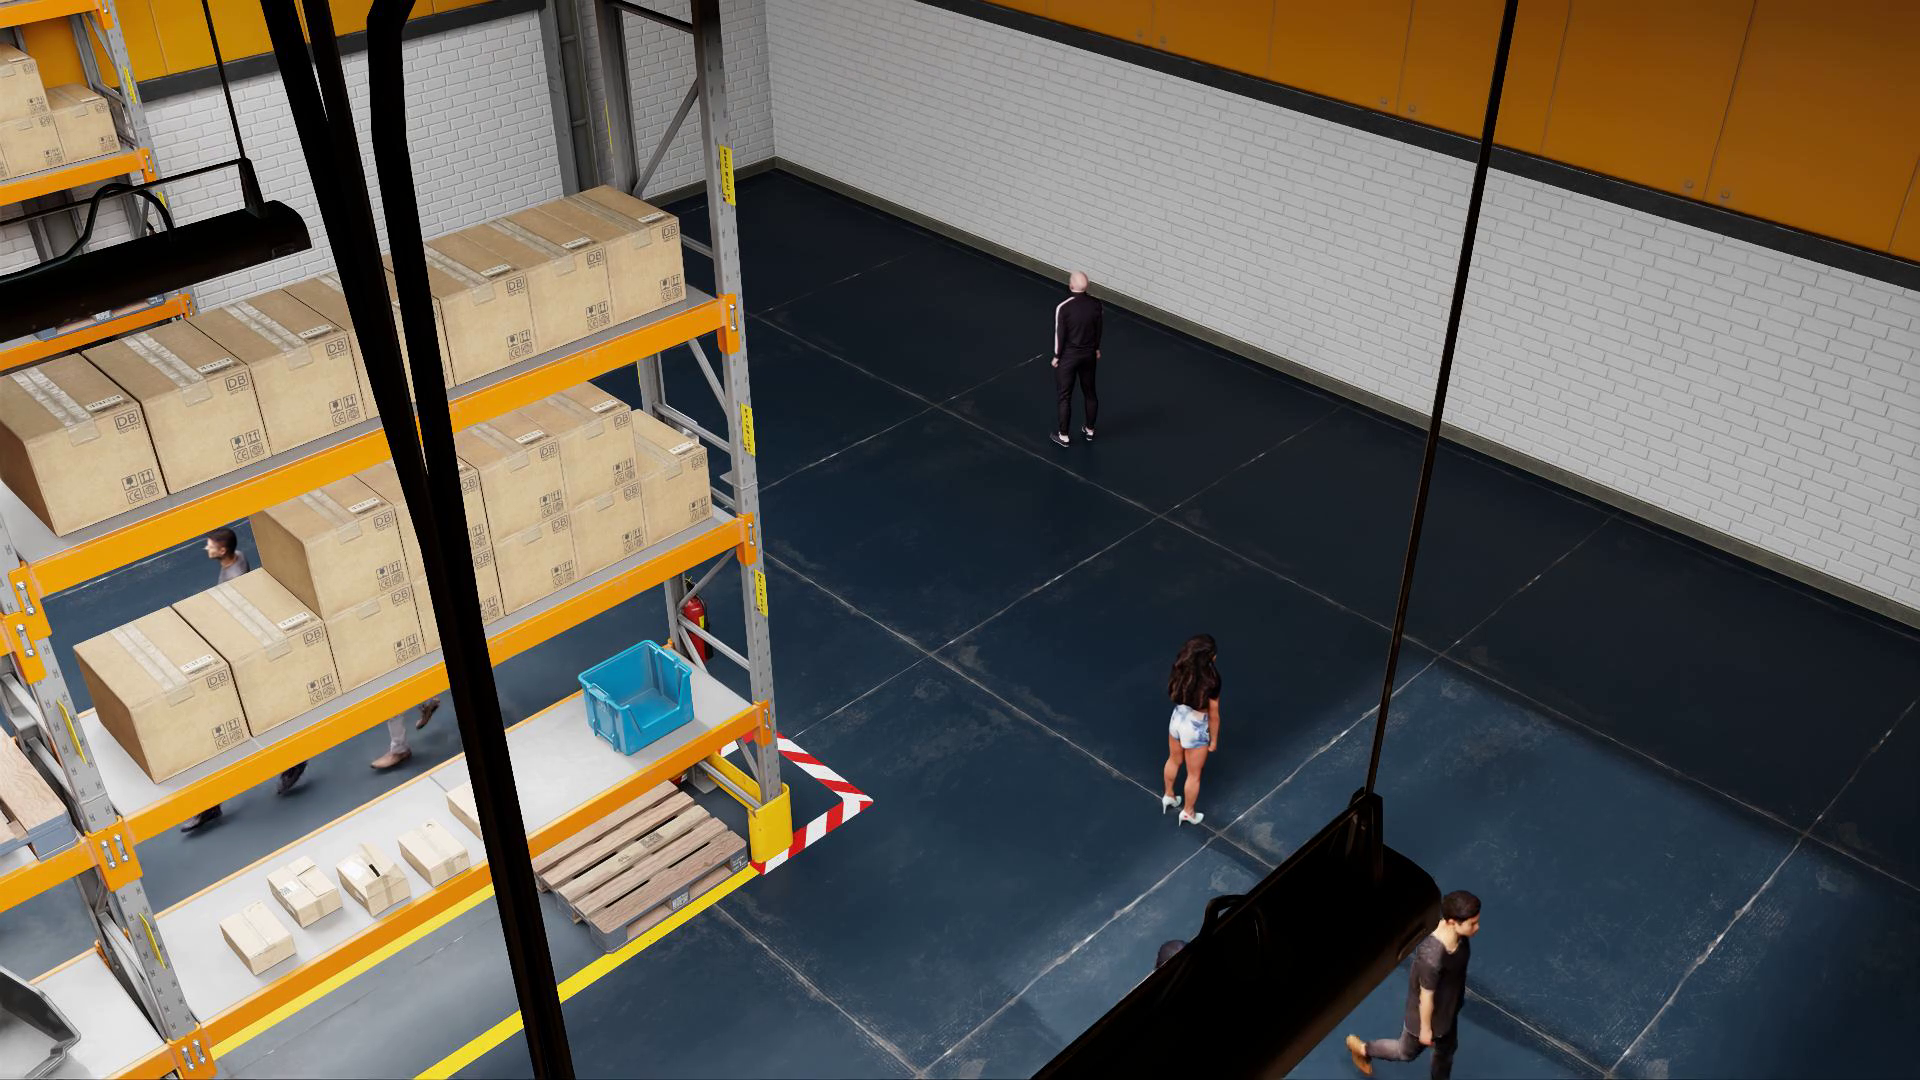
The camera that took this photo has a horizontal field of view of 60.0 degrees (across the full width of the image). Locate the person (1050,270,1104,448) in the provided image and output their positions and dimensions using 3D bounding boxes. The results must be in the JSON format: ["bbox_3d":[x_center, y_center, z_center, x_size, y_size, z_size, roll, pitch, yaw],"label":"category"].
[{"bbox_3d":[1.147,-1.775,16.218,0.648,1.837,0.804,-14,36,-20],"label":"person"}]

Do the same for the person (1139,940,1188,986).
[{"bbox_3d":[1.163,2.821,9.375,0.925,1.757,0.950,-6,34,-9],"label":"person"}]

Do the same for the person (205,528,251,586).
[{"bbox_3d":[-5.406,0.656,12.629,0.662,1.760,0.688,-14,36,-20],"label":"person"}]

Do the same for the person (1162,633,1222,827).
[{"bbox_3d":[1.628,1.341,11.725,0.598,1.621,0.583,-23,40,-30],"label":"person"}]

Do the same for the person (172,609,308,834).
[{"bbox_3d":[-5.188,1.189,11.784,0.703,1.808,1.177,27,42,34],"label":"person"}]

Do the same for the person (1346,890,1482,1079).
[{"bbox_3d":[2.676,2.657,9.683,0.713,1.690,0.969,26,42,33],"label":"person"}]
